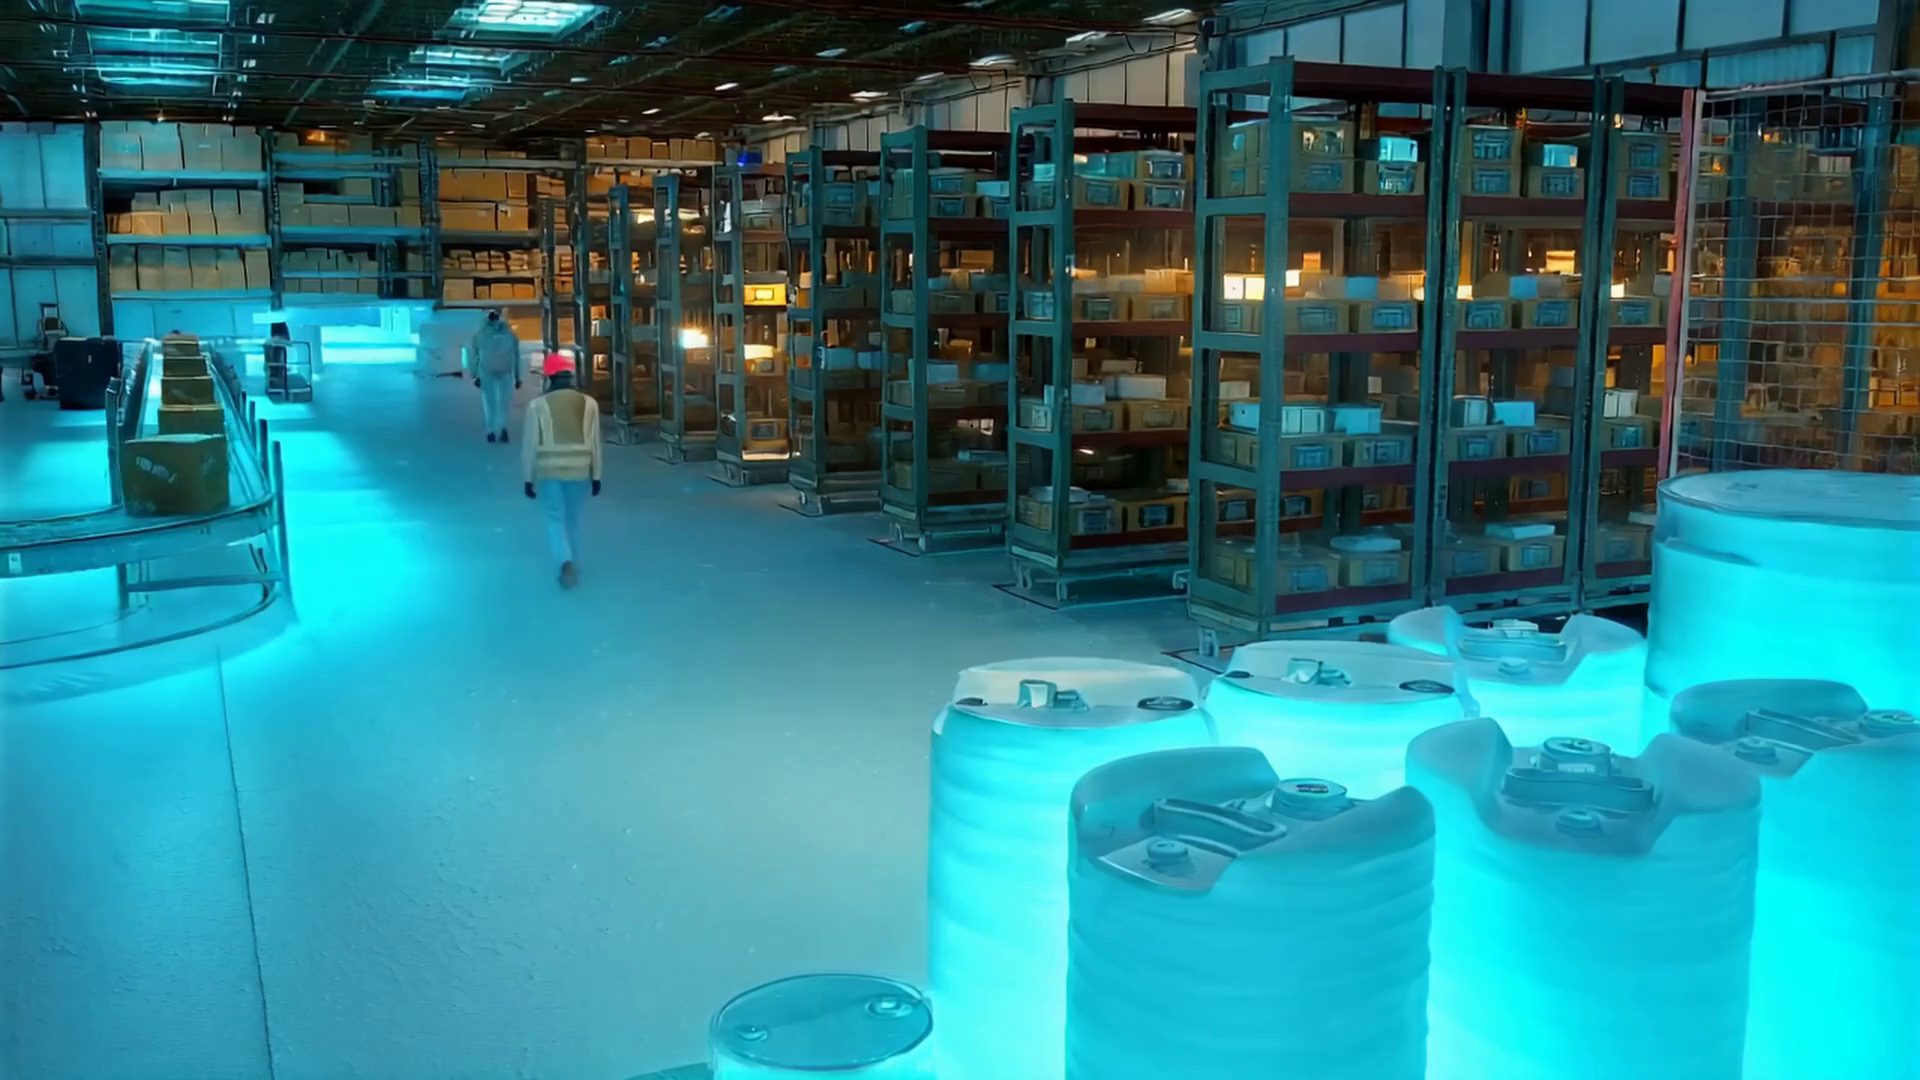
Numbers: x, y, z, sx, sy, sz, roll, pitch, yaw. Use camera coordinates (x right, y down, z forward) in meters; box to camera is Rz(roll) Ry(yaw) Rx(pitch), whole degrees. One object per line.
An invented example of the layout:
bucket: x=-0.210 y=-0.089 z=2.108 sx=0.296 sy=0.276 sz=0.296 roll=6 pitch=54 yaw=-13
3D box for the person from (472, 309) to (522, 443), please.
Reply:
person: x=-6.499 y=-2.298 z=23.412 sx=0.673 sy=1.881 sz=0.785 roll=-3 pitch=10 yaw=-19

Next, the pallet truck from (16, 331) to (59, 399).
pallet truck: x=-17.082 y=-3.353 z=31.781 sx=1.630 sy=1.274 sz=0.653 roll=-4 pitch=10 yaw=-25

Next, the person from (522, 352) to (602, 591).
person: x=-3.002 y=-0.514 z=12.600 sx=0.612 sy=1.809 sz=0.675 roll=-6 pitch=11 yaw=-31

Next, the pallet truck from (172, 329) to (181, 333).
pallet truck: x=-17.275 y=-3.851 z=35.096 sx=1.601 sy=1.201 sz=0.680 roll=0 pitch=9 yaw=1

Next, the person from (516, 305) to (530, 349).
person: x=-13.674 y=-6.700 z=51.299 sx=0.826 sy=1.684 sz=0.516 roll=-2 pitch=9 yaw=-9

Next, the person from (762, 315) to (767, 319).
person: x=-4.116 y=-4.232 z=35.080 sx=0.387 sy=1.992 sz=0.625 roll=3 pitch=10 yaw=20
